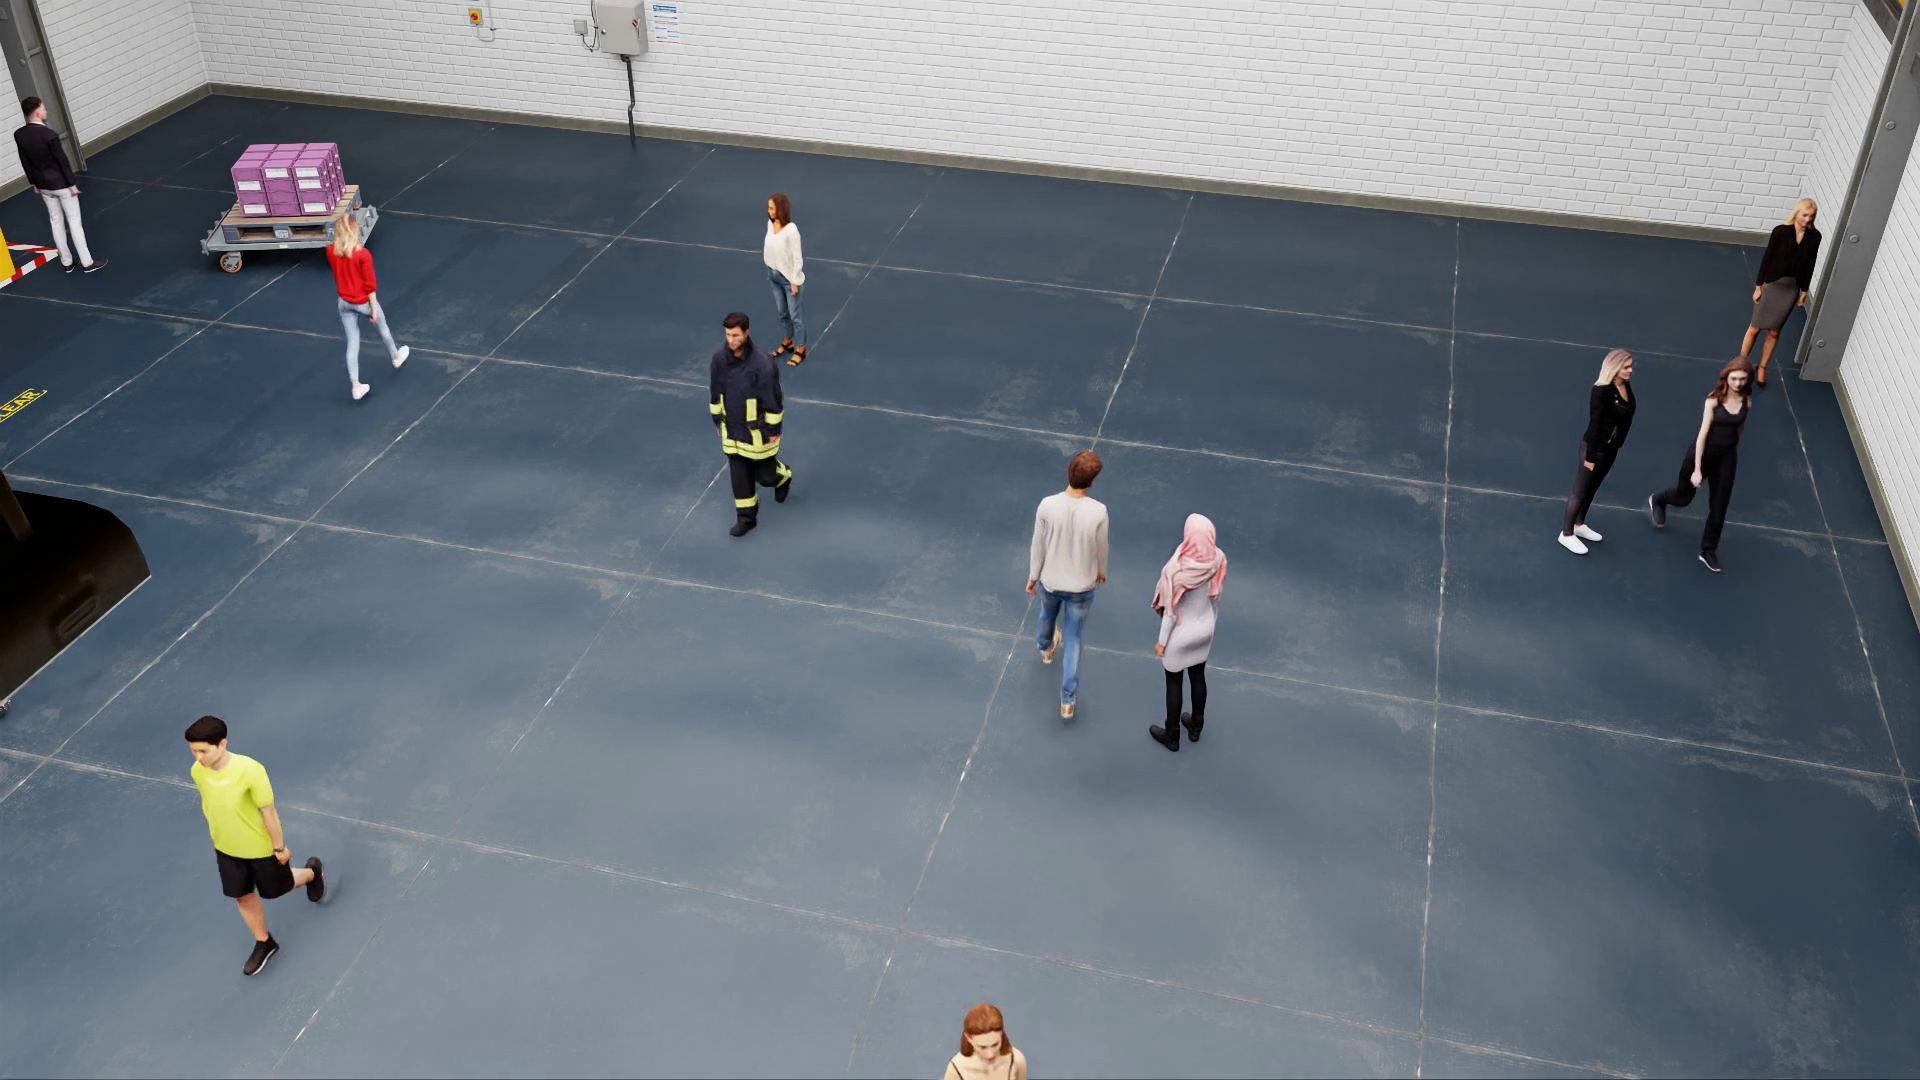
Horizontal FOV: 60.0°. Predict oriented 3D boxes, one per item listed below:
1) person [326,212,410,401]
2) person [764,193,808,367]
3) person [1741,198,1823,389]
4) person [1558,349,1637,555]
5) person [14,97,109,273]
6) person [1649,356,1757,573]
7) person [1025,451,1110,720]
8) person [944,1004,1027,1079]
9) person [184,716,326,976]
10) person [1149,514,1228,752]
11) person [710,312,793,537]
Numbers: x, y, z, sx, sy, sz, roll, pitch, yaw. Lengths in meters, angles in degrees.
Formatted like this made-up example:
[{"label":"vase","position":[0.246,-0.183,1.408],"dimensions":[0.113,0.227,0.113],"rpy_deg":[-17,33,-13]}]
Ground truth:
[{"label":"person","position":[-5.444,-2.060,14.924],"dimensions":[0.700,1.649,1.143],"rpy_deg":[5,34,8]},{"label":"person","position":[-1.609,-2.444,15.473],"dimensions":[0.726,1.680,0.704],"rpy_deg":[-26,41,-33]},{"label":"person","position":[7.370,-2.224,14.997],"dimensions":[0.615,1.842,0.560],"rpy_deg":[5,34,8]},{"label":"person","position":[4.927,-0.707,12.854],"dimensions":[0.635,1.687,0.746],"rpy_deg":[-29,43,-36]},{"label":"person","position":[-9.343,-3.648,17.145],"dimensions":[0.660,1.836,0.560],"rpy_deg":[6,34,9]},{"label":"person","position":[5.702,-0.667,12.768],"dimensions":[0.831,1.716,1.163],"rpy_deg":[-3,34,-5]},{"label":"person","position":[0.739,0.343,11.135],"dimensions":[0.684,1.841,1.104],"rpy_deg":[6,34,9]},{"label":"person","position":[0.085,2.712,7.802],"dimensions":[0.918,1.586,1.167],"rpy_deg":[-7,34,-10]},{"label":"person","position":[-3.959,1.627,9.341],"dimensions":[0.674,1.689,0.970],"rpy_deg":[6,34,10]},{"label":"person","position":[1.483,0.597,10.787],"dimensions":[0.741,1.804,0.796],"rpy_deg":[-16,37,-23]},{"label":"person","position":[-1.621,-0.961,13.033],"dimensions":[0.871,1.912,1.034],"rpy_deg":[14,36,20]}]
